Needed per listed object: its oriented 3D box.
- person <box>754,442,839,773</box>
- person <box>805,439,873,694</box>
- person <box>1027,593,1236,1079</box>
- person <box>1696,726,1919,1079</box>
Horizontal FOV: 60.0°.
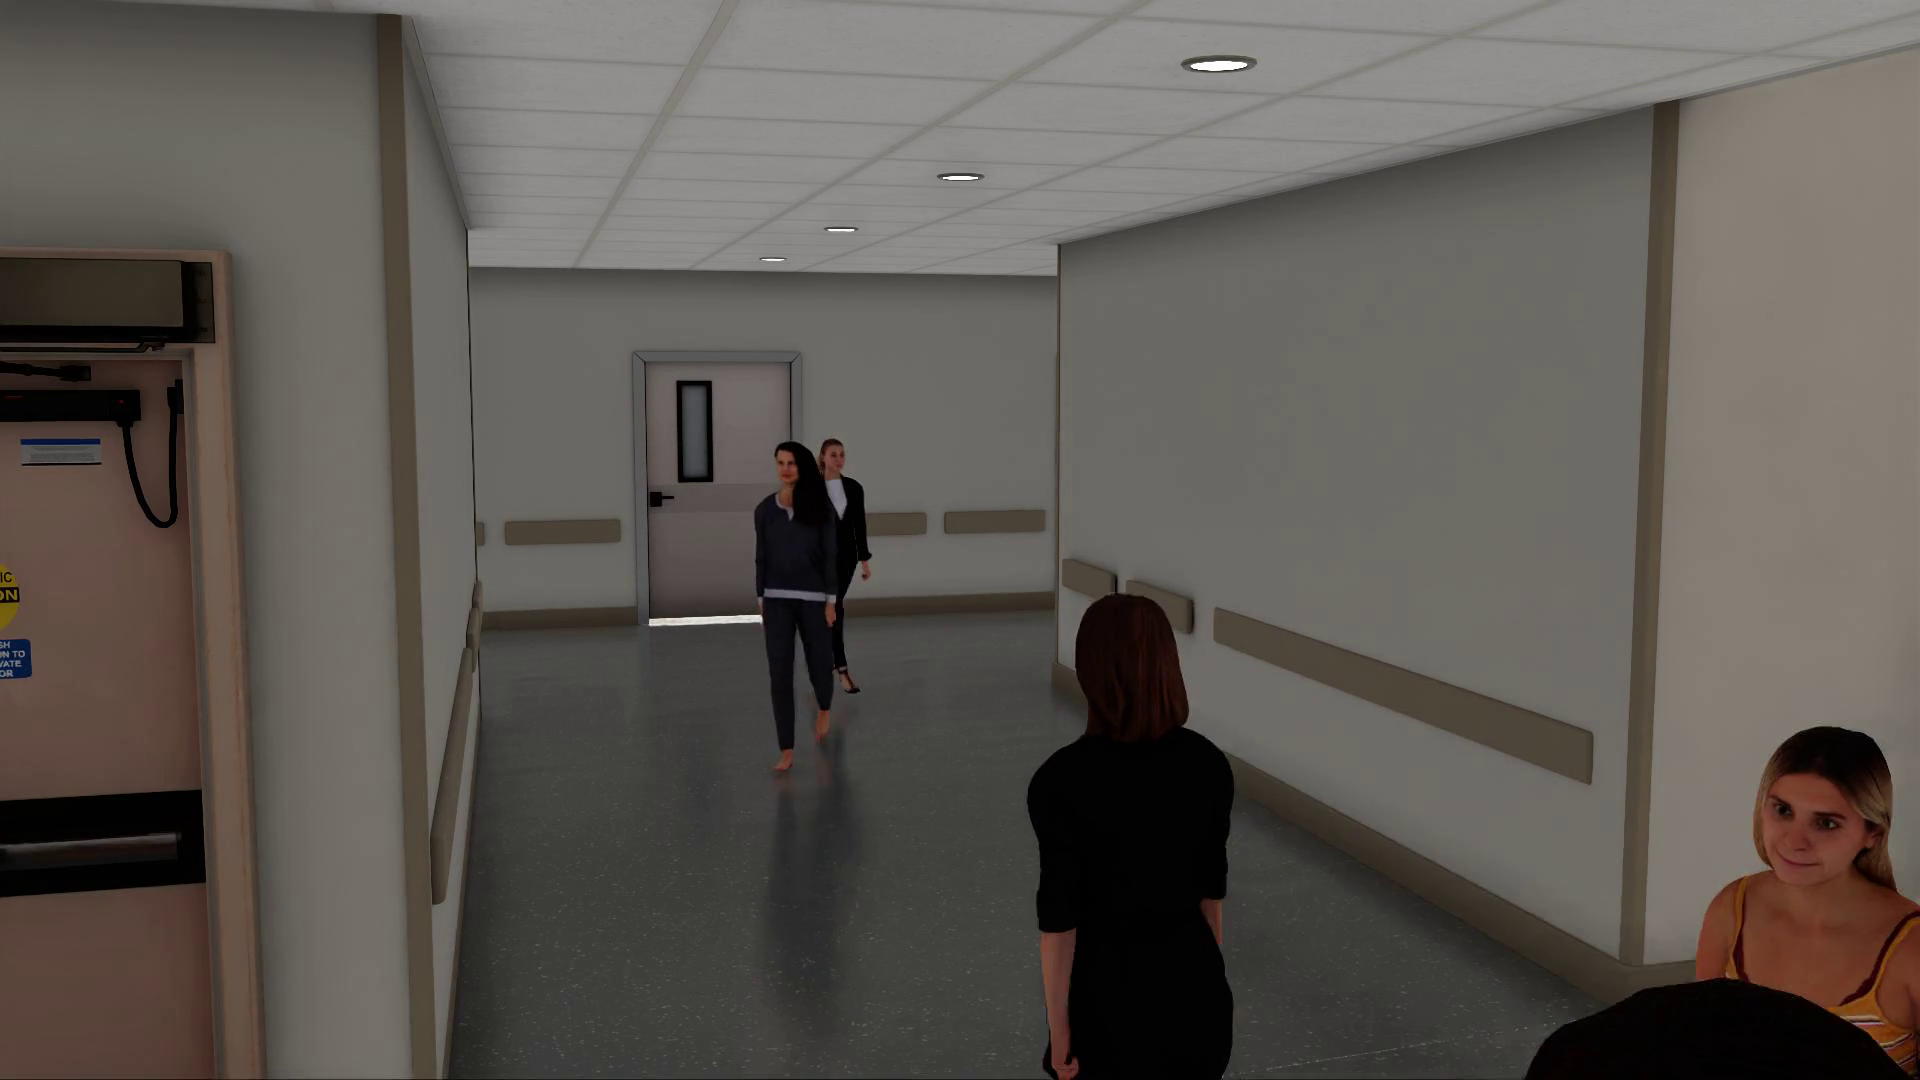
[{"bbox_3d":[-0.872,0.345,9.073,0.986,1.753,0.866,0,6,4],"label":"person"},{"bbox_3d":[-0.882,0.186,11.118,1.087,1.659,0.882,-4,7,-32],"label":"person"},{"bbox_3d":[0.390,0.963,3.249,0.783,1.689,0.661,-2,6,-15],"label":"person"},{"bbox_3d":[1.410,1.088,2.608,1.223,1.568,0.845,-2,6,-23],"label":"person"}]
